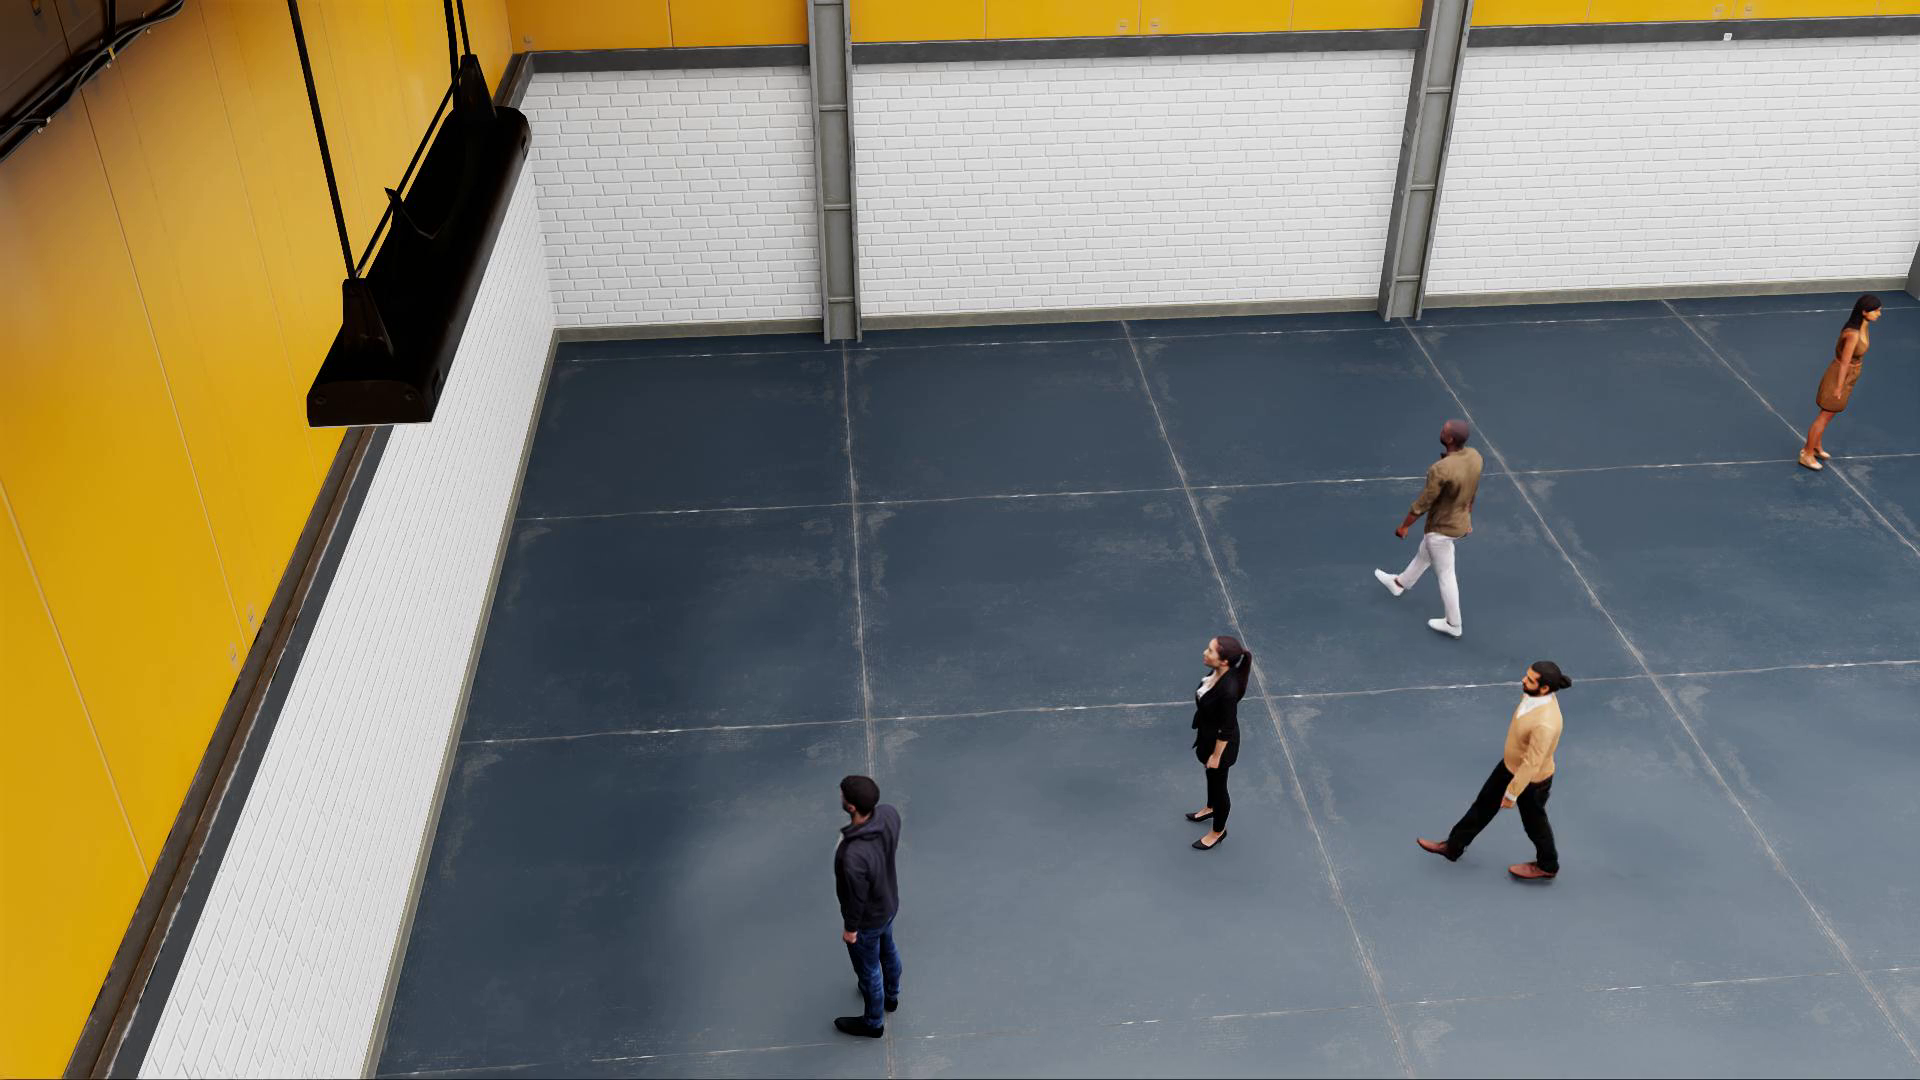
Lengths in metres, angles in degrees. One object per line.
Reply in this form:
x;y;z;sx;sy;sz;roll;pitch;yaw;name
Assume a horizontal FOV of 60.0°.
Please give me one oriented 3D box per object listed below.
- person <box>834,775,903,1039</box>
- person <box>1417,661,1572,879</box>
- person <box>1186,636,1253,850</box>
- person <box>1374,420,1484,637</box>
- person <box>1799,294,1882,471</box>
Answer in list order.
-0.505;2.080;9.459;0.744;1.894;0.757;13;36;19;person
3.647;1.500;10.501;1.181;1.708;0.800;2;34;4;person
1.687;1.302;10.840;0.574;1.662;0.616;0;34;0;person
3.785;-0.050;12.761;1.205;1.786;1.179;28;43;35;person
7.899;-1.434;14.934;0.688;1.687;0.634;23;40;31;person
